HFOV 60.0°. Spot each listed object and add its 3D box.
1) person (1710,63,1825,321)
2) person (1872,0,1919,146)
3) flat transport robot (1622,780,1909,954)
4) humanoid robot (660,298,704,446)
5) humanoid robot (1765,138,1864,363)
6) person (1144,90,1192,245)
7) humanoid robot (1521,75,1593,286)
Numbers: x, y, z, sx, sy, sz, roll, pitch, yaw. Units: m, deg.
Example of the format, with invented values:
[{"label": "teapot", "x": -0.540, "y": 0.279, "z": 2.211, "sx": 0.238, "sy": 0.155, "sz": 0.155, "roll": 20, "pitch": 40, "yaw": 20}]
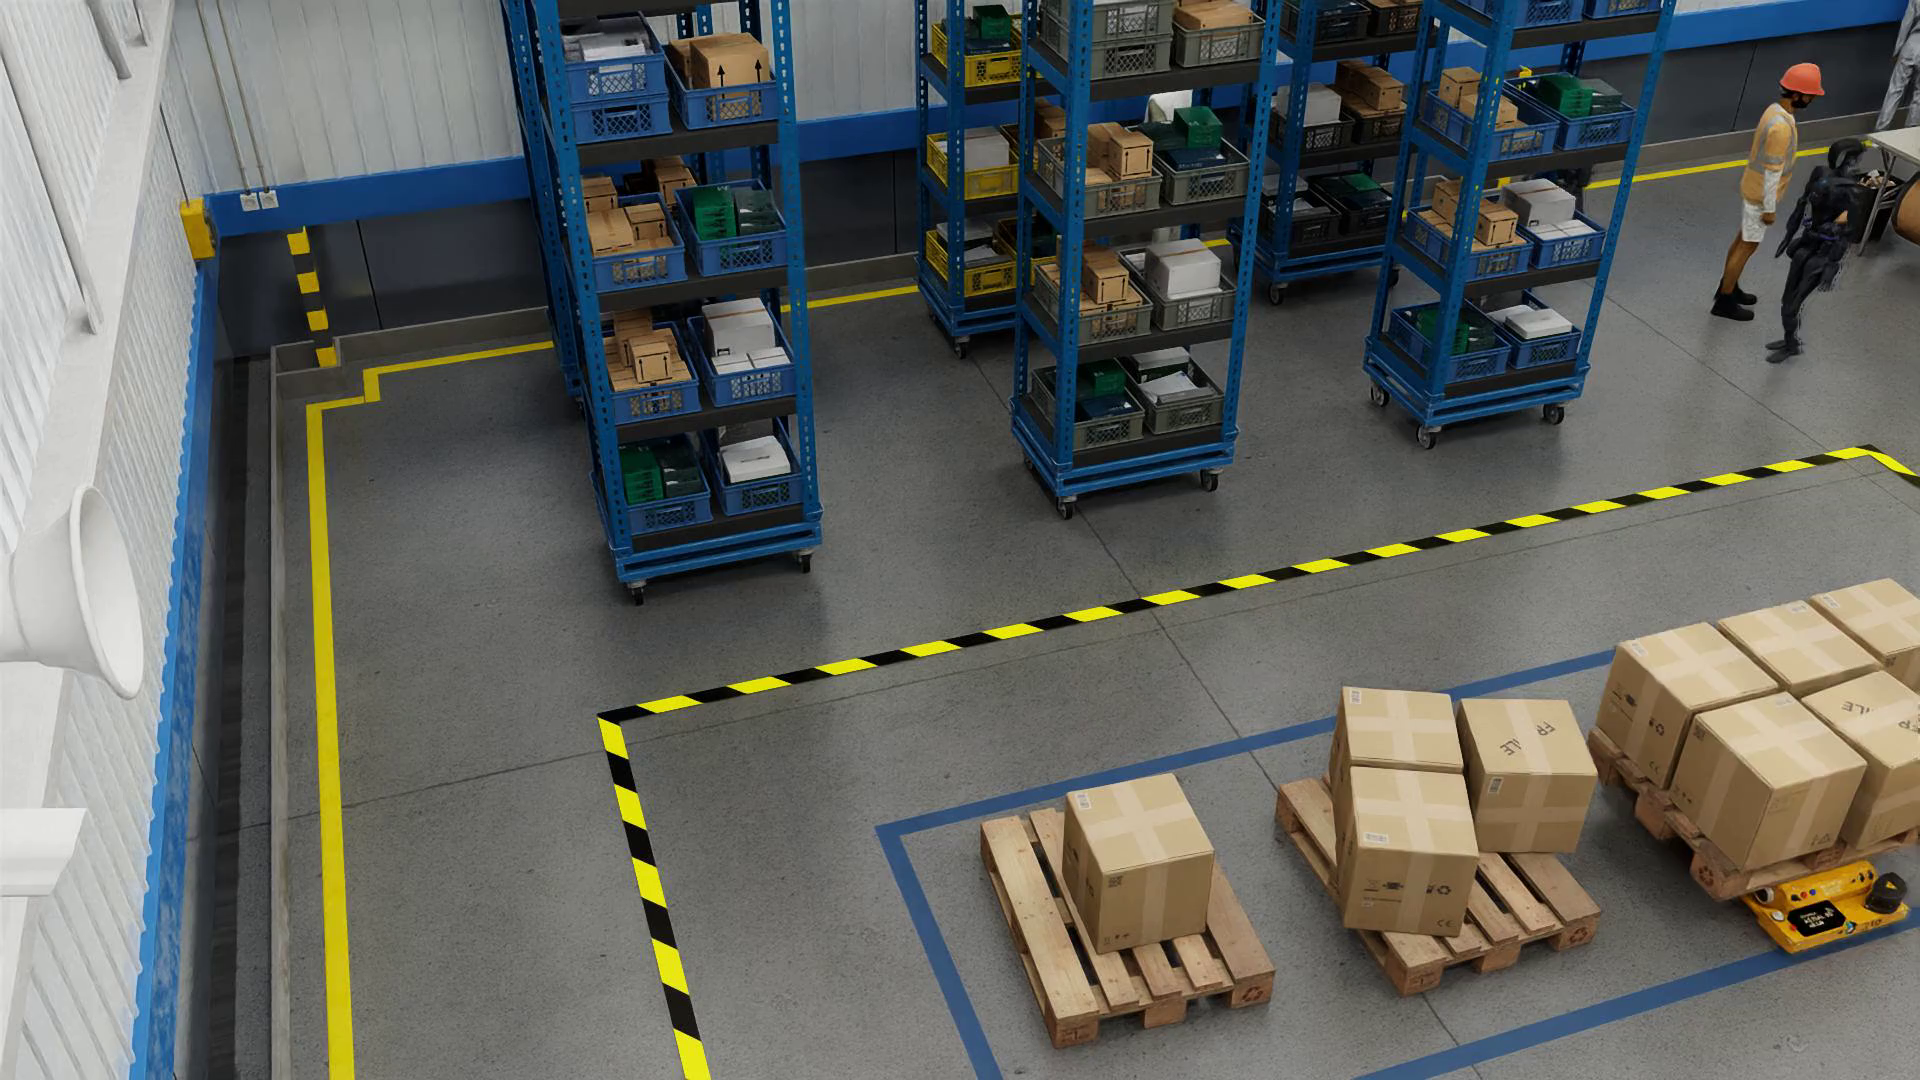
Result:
[{"label": "person", "x": 5.943, "y": -2.565, "z": 12.252, "sx": 0.366, "sy": 1.931, "sz": 0.547, "roll": 12, "pitch": 37, "yaw": 17}, {"label": "person", "x": 8.676, "y": -4.376, "z": 14.981, "sx": 0.491, "sy": 1.740, "sz": 0.322, "roll": 30, "pitch": 45, "yaw": 35}, {"label": "flat transport robot", "x": 3.835, "y": 1.353, "z": 8.113, "sx": 0.652, "sy": 0.197, "sz": 1.431, "roll": -11, "pitch": 37, "yaw": -15}, {"label": "humanoid robot", "x": -1.767, "y": -1.140, "z": 10.456, "sx": 0.542, "sy": 1.636, "sz": 0.605, "roll": -4, "pitch": 35, "yaw": -5}, {"label": "humanoid robot", "x": 5.993, "y": -2.054, "z": 11.743, "sx": 0.439, "sy": 1.639, "sz": 0.608, "roll": -7, "pitch": 36, "yaw": -10}, {"label": "person", "x": 1.592, "y": -2.928, "z": 12.837, "sx": 0.396, "sy": 1.846, "sz": 0.563, "roll": 20, "pitch": 40, "yaw": 26}, {"label": "humanoid robot", "x": 4.591, "y": -2.767, "z": 12.751, "sx": 0.400, "sy": 1.646, "sz": 0.601, "roll": -22, "pitch": 41, "yaw": -28}]
